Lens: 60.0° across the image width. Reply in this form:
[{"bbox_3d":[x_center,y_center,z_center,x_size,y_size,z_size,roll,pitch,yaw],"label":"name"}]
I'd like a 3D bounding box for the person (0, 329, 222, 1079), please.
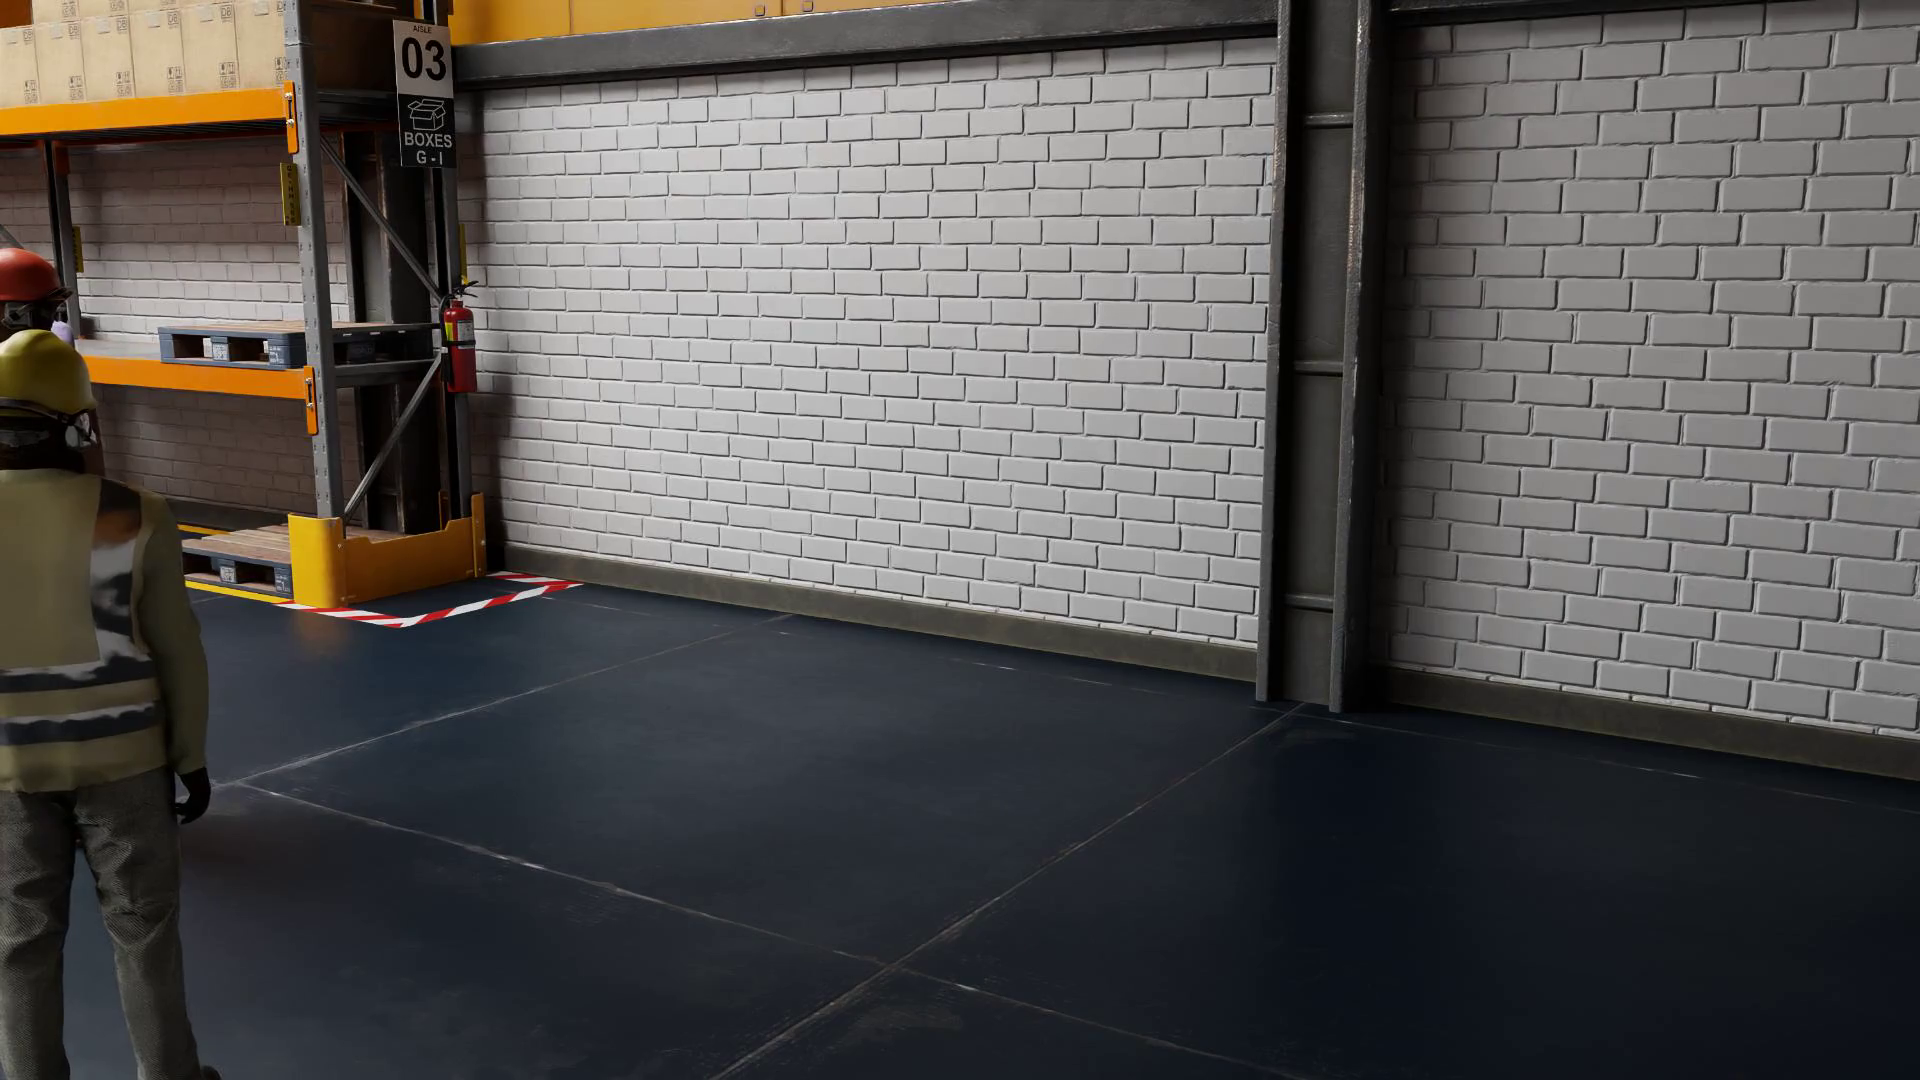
[{"bbox_3d":[-1.947,0.462,3.649,0.586,1.833,0.404,-2,11,-13],"label":"person"}]

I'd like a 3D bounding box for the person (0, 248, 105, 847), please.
[{"bbox_3d":[-3.046,0.036,5.556,0.381,1.994,0.621,-4,11,-23],"label":"person"}]

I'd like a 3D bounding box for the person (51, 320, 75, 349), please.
[{"bbox_3d":[-4.844,-0.515,8.792,0.631,1.931,0.354,6,12,29],"label":"person"}]
